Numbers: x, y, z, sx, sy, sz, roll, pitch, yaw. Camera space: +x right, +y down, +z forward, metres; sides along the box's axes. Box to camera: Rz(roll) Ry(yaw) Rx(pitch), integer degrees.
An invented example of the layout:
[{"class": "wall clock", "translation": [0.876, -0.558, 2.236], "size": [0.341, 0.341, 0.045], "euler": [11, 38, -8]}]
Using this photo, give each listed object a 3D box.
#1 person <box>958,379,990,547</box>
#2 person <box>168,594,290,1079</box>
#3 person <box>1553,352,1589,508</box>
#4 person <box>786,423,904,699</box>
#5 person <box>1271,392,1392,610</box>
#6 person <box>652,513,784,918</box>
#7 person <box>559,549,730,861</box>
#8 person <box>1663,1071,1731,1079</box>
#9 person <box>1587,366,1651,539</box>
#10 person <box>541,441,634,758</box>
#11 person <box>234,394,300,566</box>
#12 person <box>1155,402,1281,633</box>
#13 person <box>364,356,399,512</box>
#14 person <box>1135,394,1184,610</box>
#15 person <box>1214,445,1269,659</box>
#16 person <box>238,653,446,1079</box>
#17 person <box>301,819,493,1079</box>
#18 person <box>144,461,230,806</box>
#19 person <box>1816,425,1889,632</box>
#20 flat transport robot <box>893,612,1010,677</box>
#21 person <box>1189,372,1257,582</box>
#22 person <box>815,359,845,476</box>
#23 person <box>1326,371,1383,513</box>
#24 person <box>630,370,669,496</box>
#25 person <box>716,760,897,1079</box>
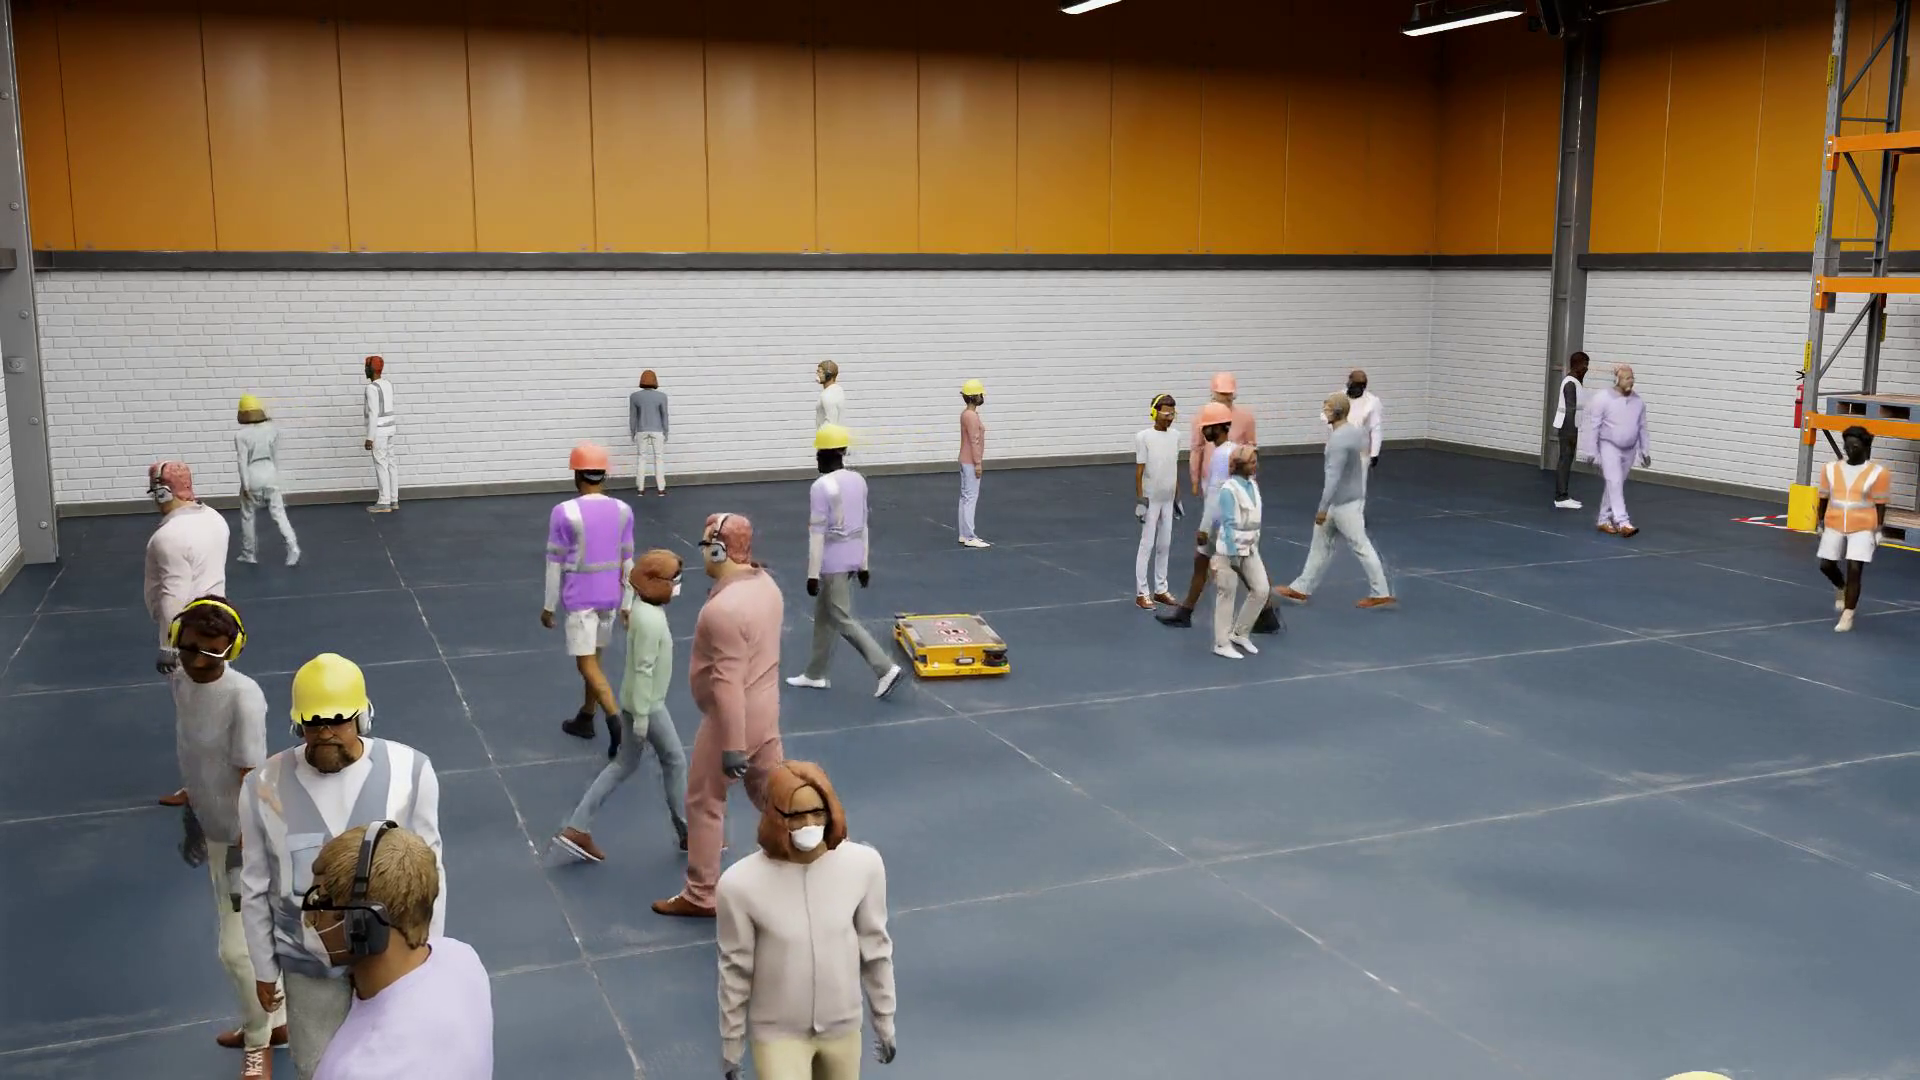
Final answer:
[{"class": "person", "translation": [0.135, -0.810, 17.570], "size": [0.300, 1.772, 0.524], "euler": [-2, 10, -12]}, {"class": "person", "translation": [-2.627, 1.070, 6.018], "size": [0.612, 1.830, 0.438], "euler": [8, 12, 41]}, {"class": "person", "translation": [7.497, -1.356, 20.451], "size": [0.391, 1.913, 0.587], "euler": [4, 10, 21]}, {"class": "person", "translation": [-0.795, 0.141, 11.428], "size": [0.908, 1.896, 0.592], "euler": [4, 10, 25]}, {"class": "person", "translation": [3.264, -0.330, 14.336], "size": [1.039, 1.885, 0.639], "euler": [2, 10, 13]}, {"class": "person", "translation": [-0.927, 0.801, 7.488], "size": [0.911, 1.869, 0.643], "euler": [2, 10, 13]}, {"class": "person", "translation": [-1.606, 0.822, 8.248], "size": [0.813, 1.588, 0.512], "euler": [-3, 10, -15]}, {"class": "person", "translation": [1.169, 1.648, 2.536], "size": [0.604, 1.815, 0.601], "euler": [-3, 10, -15]}, {"class": "person", "translation": [7.249, -0.949, 18.101], "size": [0.674, 1.863, 0.932], "euler": [-3, 10, -16]}, {"class": "person", "translation": [-2.212, 0.351, 10.129], "size": [0.926, 1.909, 0.542], "euler": [9, 13, 44]}, {"class": "person", "translation": [-6.885, -0.588, 16.420], "size": [0.849, 1.711, 0.480], "euler": [8, 12, 39]}, {"class": "person", "translation": [2.134, -0.173, 13.407], "size": [1.019, 1.886, 0.538], "euler": [2, 10, 13]}, {"class": "person", "translation": [-6.993, -1.274, 20.037], "size": [0.353, 1.883, 0.573], "euler": [1, 9, 6]}, {"class": "person", "translation": [1.729, -0.329, 14.390], "size": [0.508, 1.861, 0.329], "euler": [-7, 12, -35]}, {"class": "person", "translation": [2.101, 0.097, 12.489], "size": [0.419, 1.627, 0.512], "euler": [8, 12, 39]}, {"class": "person", "translation": [-1.865, 1.230, 5.064], "size": [0.586, 1.824, 0.404], "euler": [-3, 10, -18]}, {"class": "person", "translation": [-1.068, 1.475, 3.213], "size": [0.373, 1.940, 0.629], "euler": [-1, 9, -5]}, {"class": "person", "translation": [-4.272, 0.509, 9.189], "size": [0.403, 1.901, 0.637], "euler": [0, 9, 0]}, {"class": "person", "translation": [7.292, -0.108, 13.594], "size": [0.537, 1.685, 0.567], "euler": [9, 13, 44]}, {"class": "flat transport robot", "translation": [-0.084, 0.767, 12.542], "size": [0.652, 0.197, 1.431], "euler": [-2, 9, -10]}, {"class": "person", "translation": [2.475, -0.606, 15.695], "size": [0.636, 1.979, 0.570], "euler": [1, 9, 4]}, {"class": "person", "translation": [-1.432, -1.010, 18.270], "size": [0.369, 1.940, 0.631], "euler": [0, 9, 2]}, {"class": "person", "translation": [4.394, -0.999, 18.620], "size": [0.645, 1.797, 0.804], "euler": [4, 10, 23]}, {"class": "person", "translation": [-3.992, -1.375, 21.419], "size": [0.512, 1.627, 0.280], "euler": [0, 9, 0]}, {"class": "person", "translation": [-0.452, 1.382, 4.779], "size": [0.507, 1.602, 0.769], "euler": [-4, 10, -23]}]
